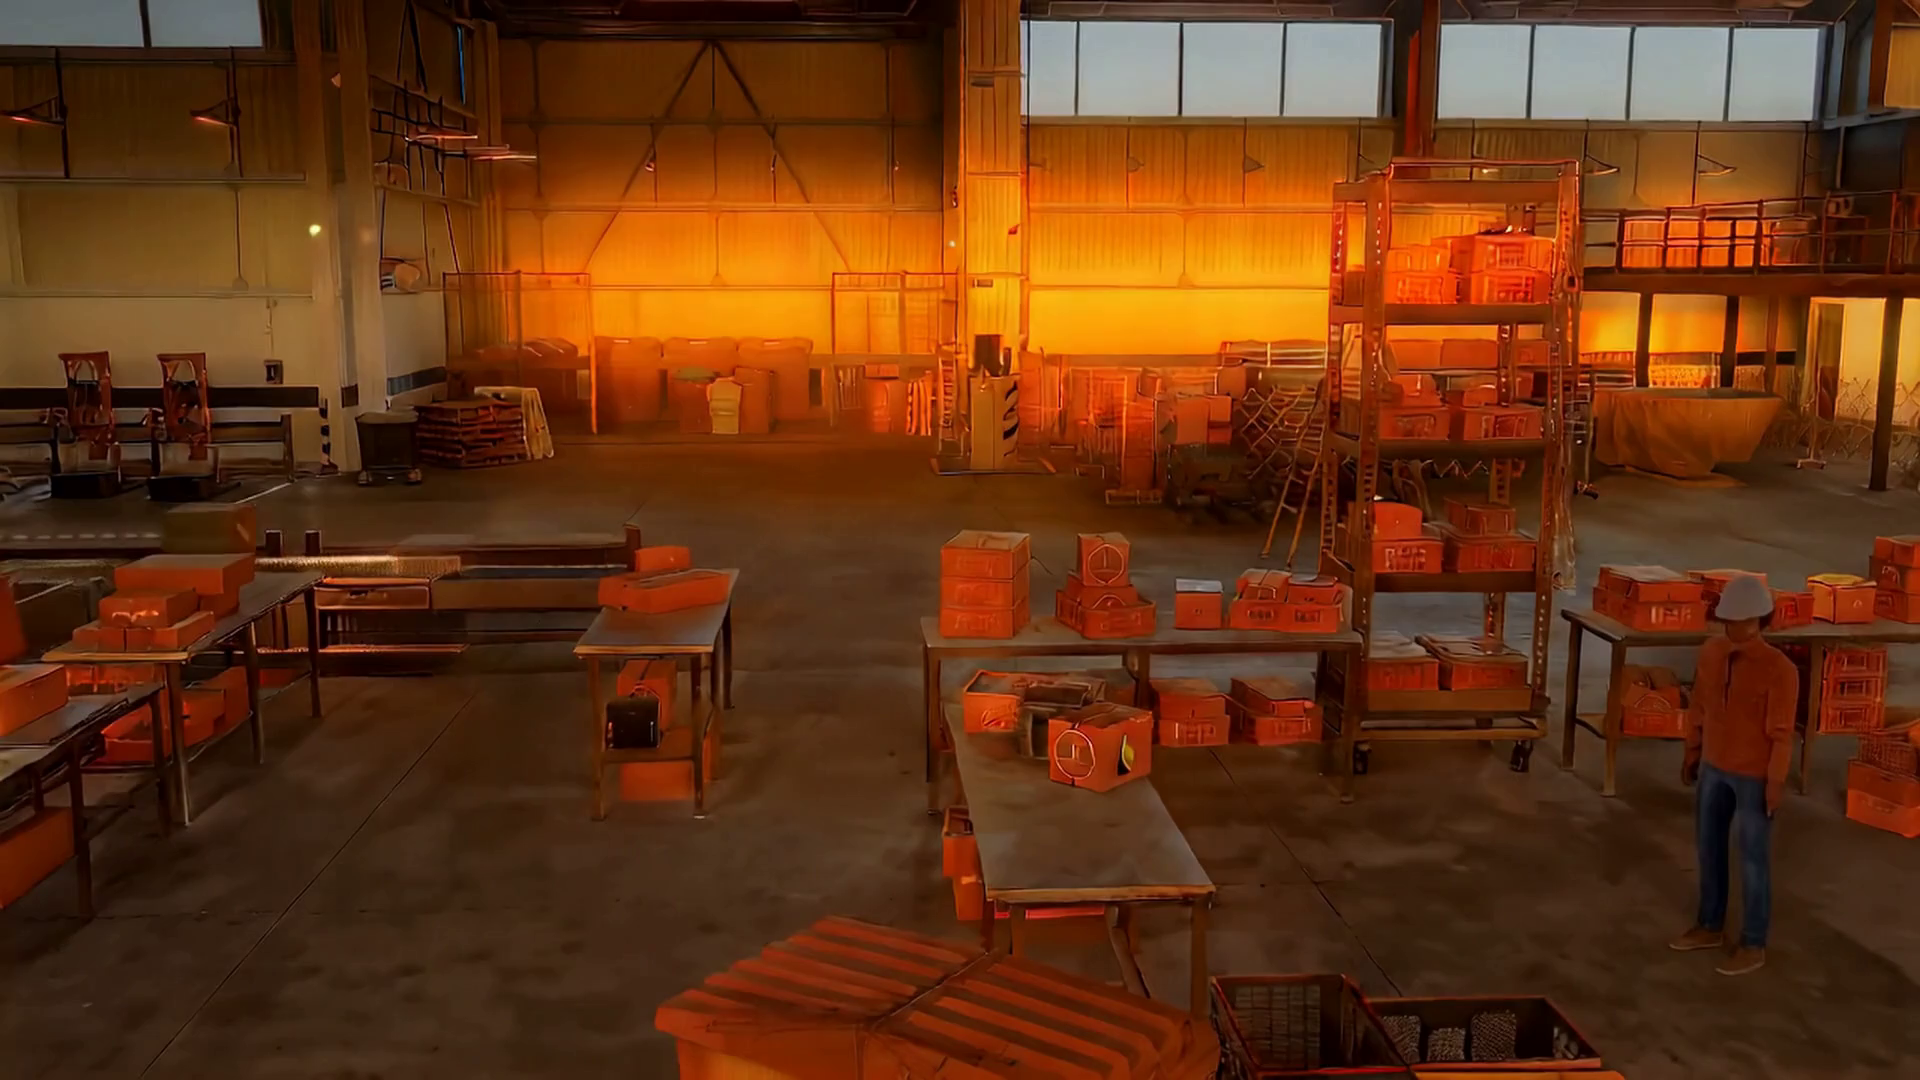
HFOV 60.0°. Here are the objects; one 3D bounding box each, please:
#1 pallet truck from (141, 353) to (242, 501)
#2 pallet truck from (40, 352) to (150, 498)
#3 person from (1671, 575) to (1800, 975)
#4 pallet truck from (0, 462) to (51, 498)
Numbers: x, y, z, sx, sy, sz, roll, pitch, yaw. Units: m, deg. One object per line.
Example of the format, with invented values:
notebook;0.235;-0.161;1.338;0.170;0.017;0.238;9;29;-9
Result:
pallet truck;-10.520;-1.604;22.925;0.823;1.965;1.885;-1;9;-6
pallet truck;-11.907;-1.642;23.165;0.823;1.965;1.885;0;9;0
person;3.386;1.010;7.270;0.342;1.756;0.535;-3;10;-21
pallet truck;-13.193;-1.293;23.148;0.653;1.274;1.630;-1;9;-4
